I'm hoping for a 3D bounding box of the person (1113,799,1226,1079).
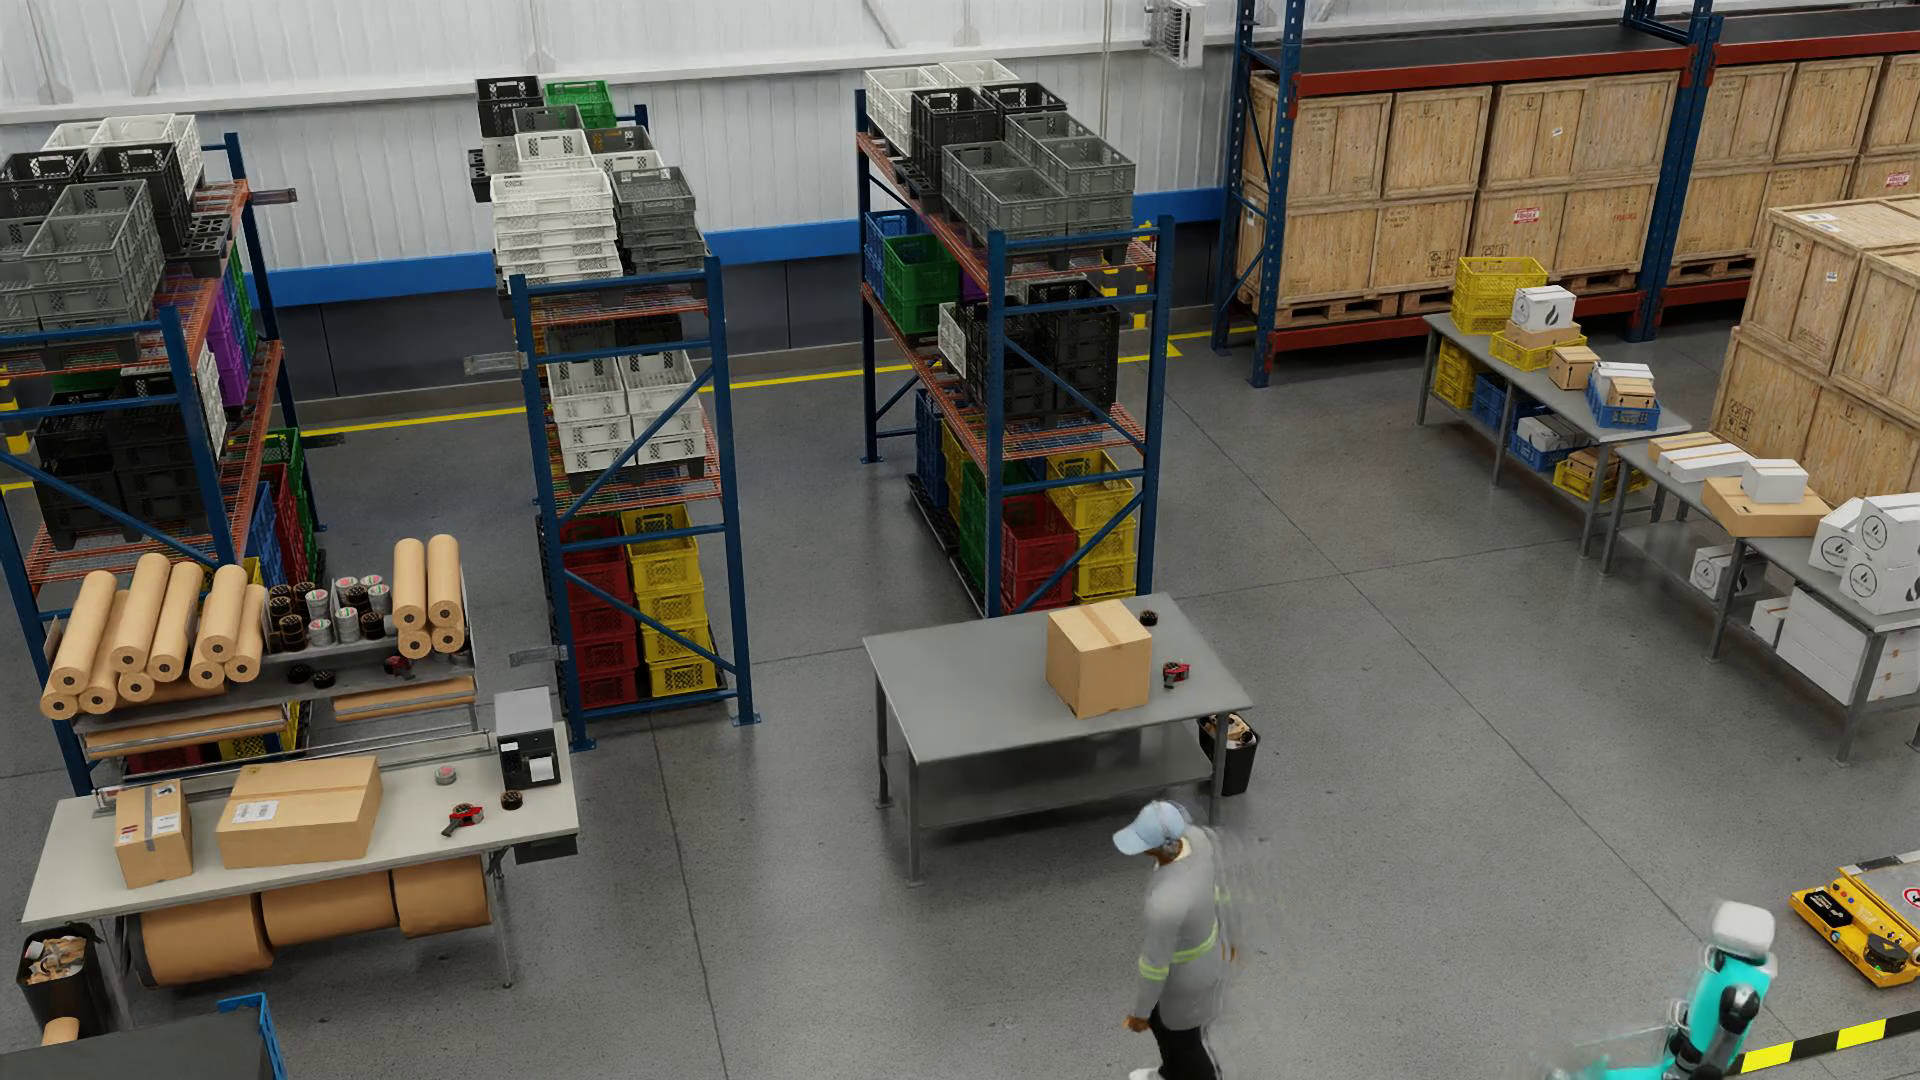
[{"bbox_3d":[0.938,1.853,7.184,0.618,1.814,0.607,7,30,13],"label":"person"}]

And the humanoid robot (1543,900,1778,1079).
[{"bbox_3d":[2.673,2.137,6.804,1.015,1.778,0.532,12,31,21],"label":"humanoid robot"}]

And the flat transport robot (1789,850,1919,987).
[{"bbox_3d":[5.163,1.916,8.676,1.431,0.231,0.659,-8,30,-14],"label":"flat transport robot"}]
